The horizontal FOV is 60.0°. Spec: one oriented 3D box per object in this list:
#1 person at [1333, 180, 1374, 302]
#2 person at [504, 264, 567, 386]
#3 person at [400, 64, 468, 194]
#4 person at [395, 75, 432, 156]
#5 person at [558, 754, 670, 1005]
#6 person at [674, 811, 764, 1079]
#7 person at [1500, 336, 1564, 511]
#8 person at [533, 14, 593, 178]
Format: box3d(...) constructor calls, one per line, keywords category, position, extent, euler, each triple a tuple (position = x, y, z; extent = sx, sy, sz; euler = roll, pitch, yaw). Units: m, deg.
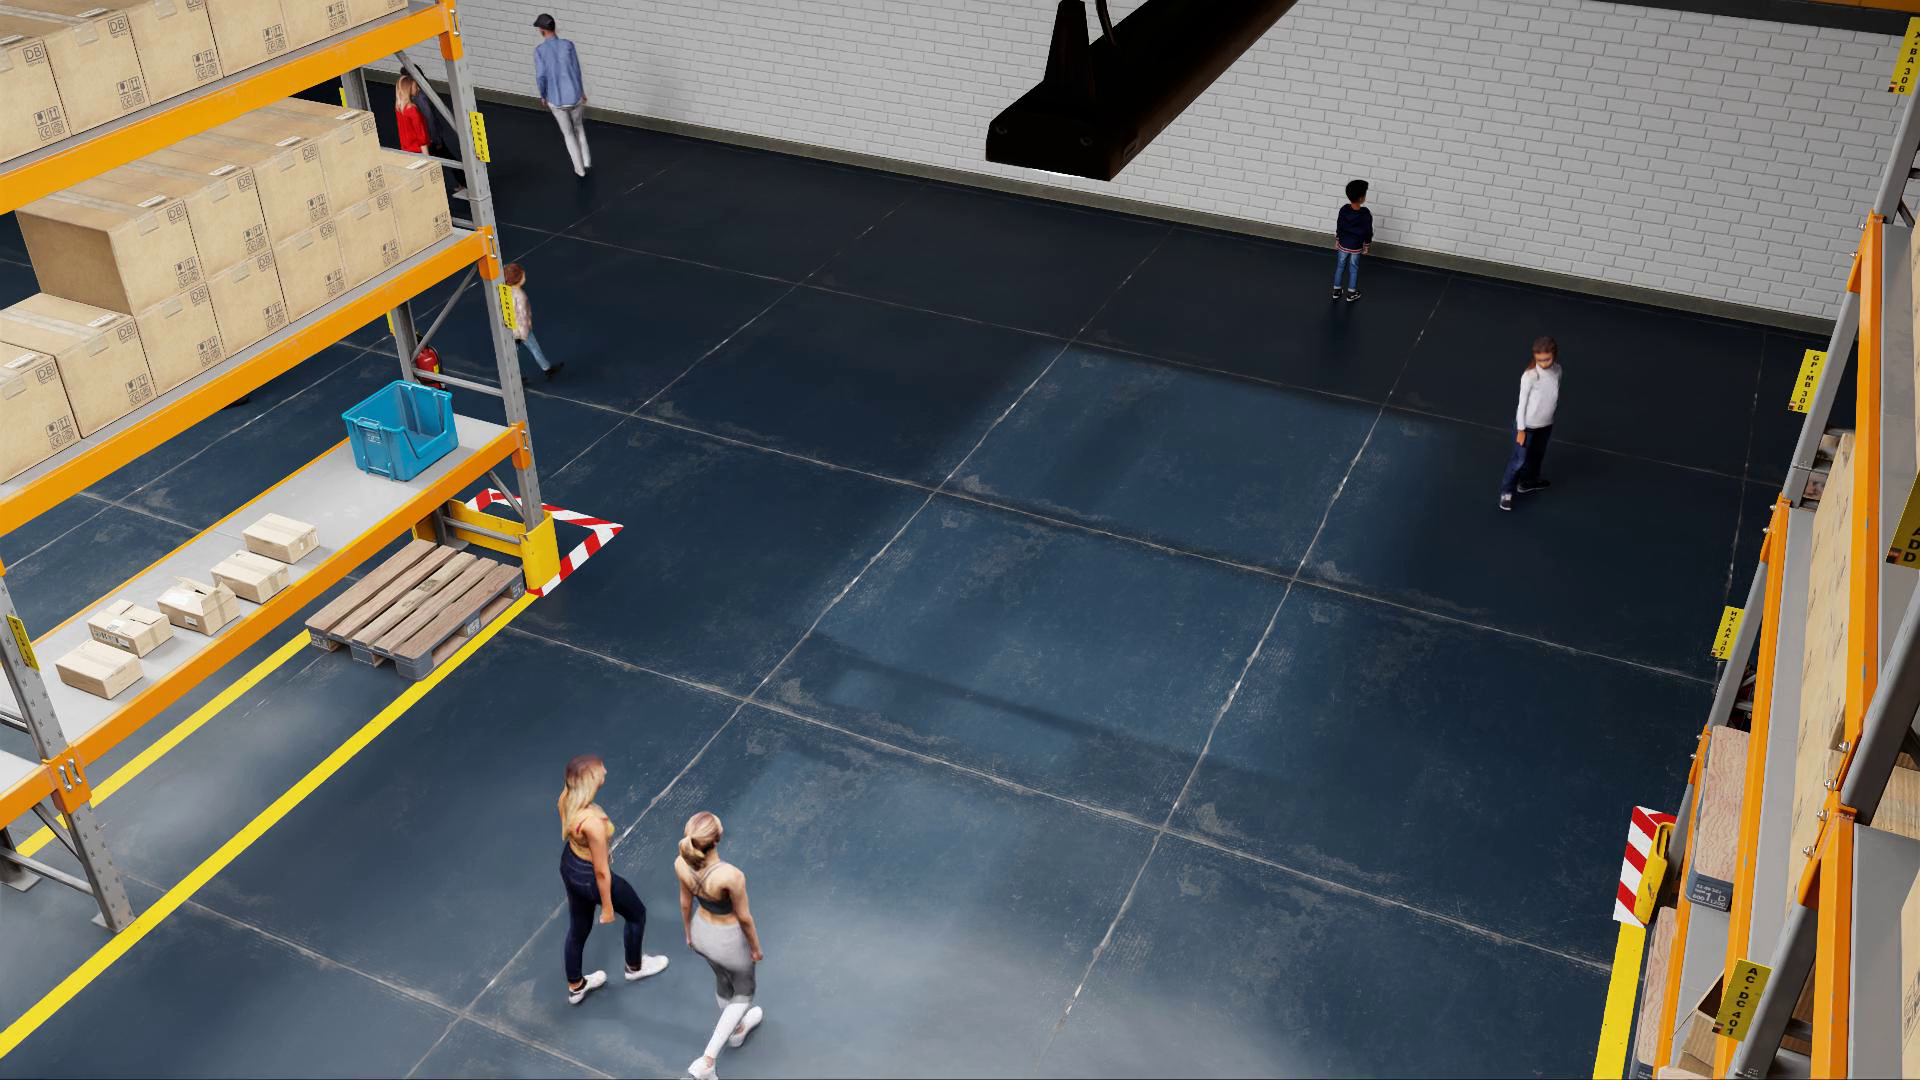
box3d(category="person", position=(3.854, -2.954, 16.368), extent=(0.538, 1.224, 0.506), euler=(19, 38, 26))
box3d(category="person", position=(-3.969, -1.876, 14.797), extent=(0.646, 1.168, 0.832), euler=(29, 43, 36))
box3d(category="person", position=(-5.798, -4.488, 18.368), extent=(1.139, 1.565, 1.119), euler=(-4, 34, -6))
box3d(category="person", position=(-5.762, -4.075, 17.620), extent=(0.631, 1.706, 0.680), euler=(-29, 43, -36))
box3d(category="person", position=(-2.016, 1.842, 8.808), extent=(0.908, 1.605, 0.789), euler=(-27, 42, -35))
box3d(category="person", position=(-1.240, 2.077, 8.376), extent=(0.600, 1.693, 0.917), euler=(17, 37, 23))
box3d(category="person", position=(4.524, -0.956, 13.082), extent=(0.760, 1.535, 0.856), euler=(-22, 39, -29))
box3d(category="person", position=(-4.473, -4.995, 18.863), extent=(0.808, 1.862, 0.876), euler=(-11, 35, -16))
